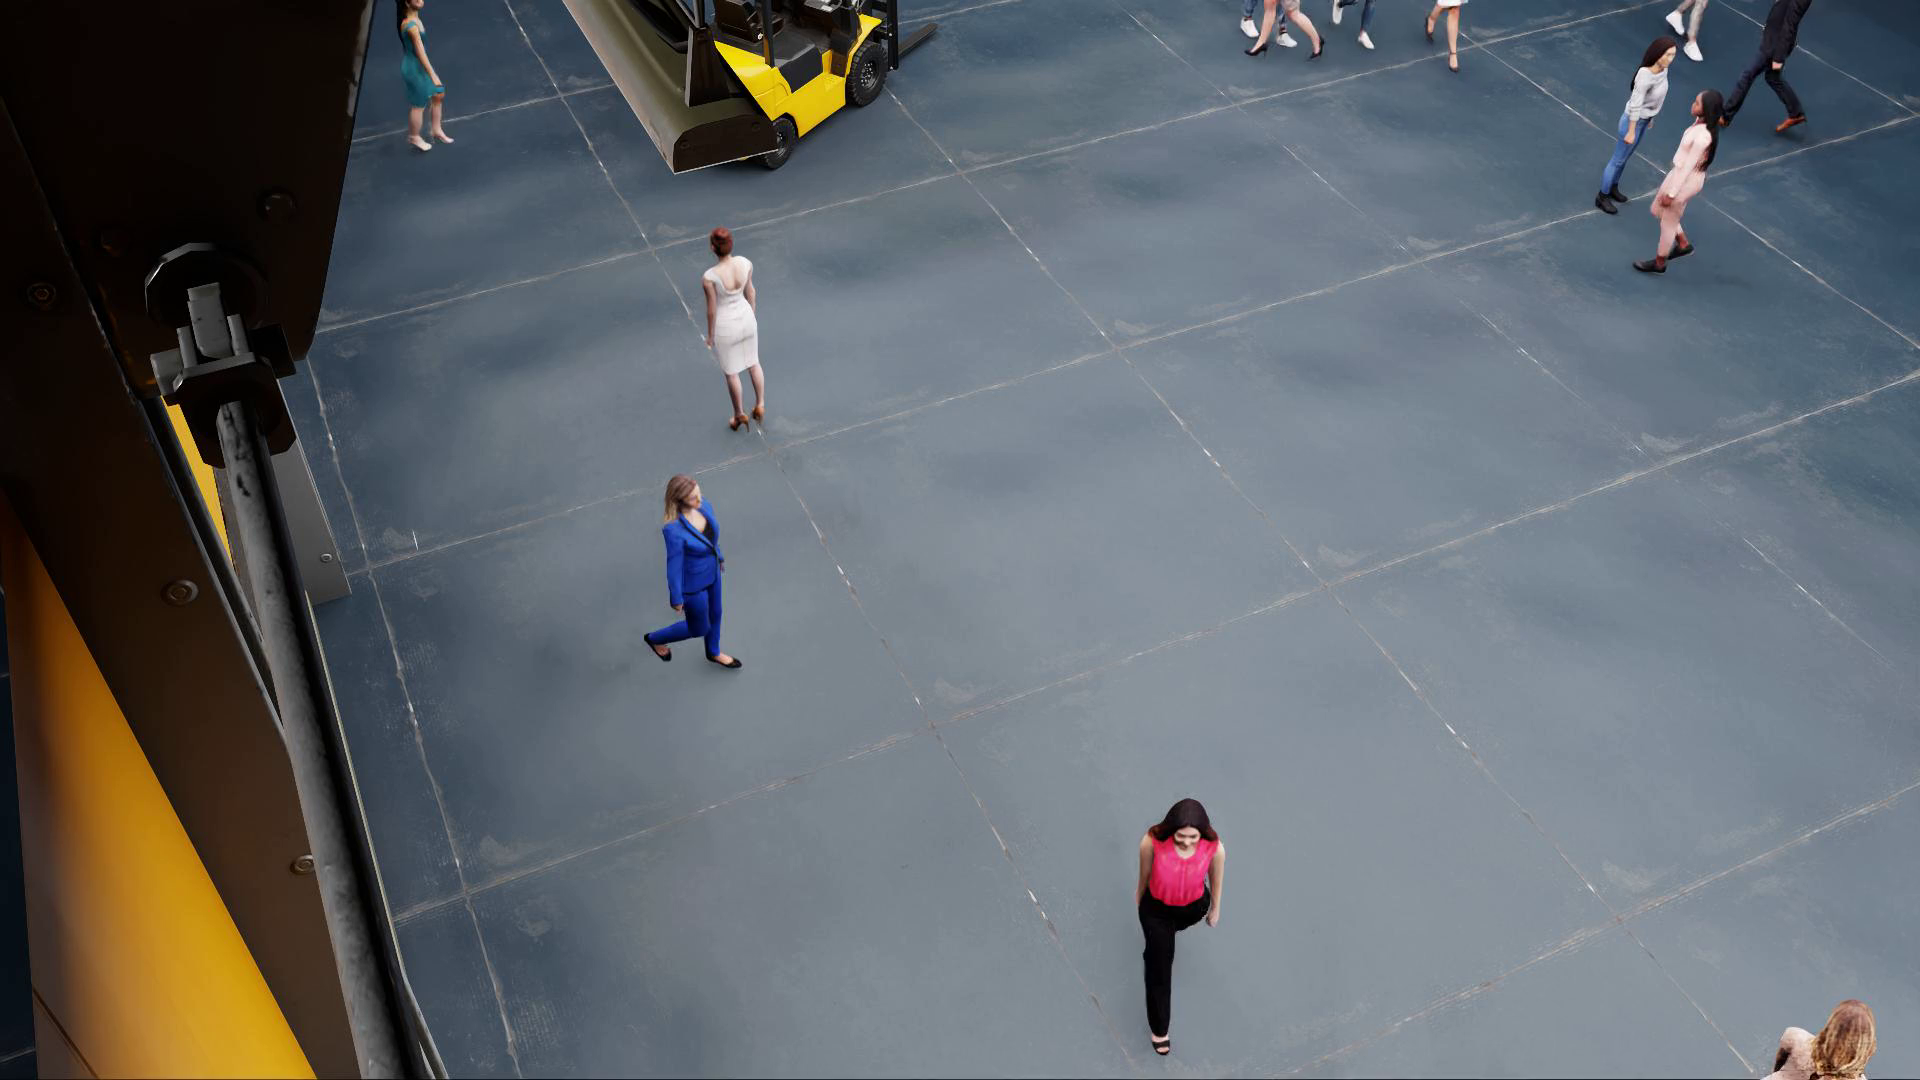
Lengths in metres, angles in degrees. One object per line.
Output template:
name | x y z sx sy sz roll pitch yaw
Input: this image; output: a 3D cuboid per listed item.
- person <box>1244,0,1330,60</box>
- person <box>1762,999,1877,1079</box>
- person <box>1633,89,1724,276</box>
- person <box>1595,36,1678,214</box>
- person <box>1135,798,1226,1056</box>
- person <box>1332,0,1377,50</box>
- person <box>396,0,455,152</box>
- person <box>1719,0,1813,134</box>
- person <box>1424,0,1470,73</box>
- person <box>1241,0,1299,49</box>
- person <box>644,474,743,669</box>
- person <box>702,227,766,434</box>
person | 3.340 -5.540 16.491 1.083 1.715 1.094 7 44 7
person | 3.749 2.764 7.738 0.847 1.766 1.097 -30 51 -27
person | 6.057 -2.913 13.738 0.846 1.711 0.787 13 45 13
person | 5.914 -3.664 14.584 0.656 1.631 0.674 30 51 28
person | 1.132 1.875 8.794 0.883 1.597 1.172 -1 44 -1
person | 4.103 -5.861 16.893 0.660 1.627 0.930 -15 46 -15
person | -5.023 -4.291 15.226 0.714 1.653 0.668 -16 46 -16
person | 7.670 -4.586 15.447 1.279 1.775 1.174 18 46 18
person | 4.951 -5.684 16.605 0.860 1.767 1.263 -6 44 -6
person | 3.103 -5.958 16.884 0.684 1.780 0.987 -18 46 -18
person | -1.763 0.226 10.463 0.966 1.683 0.920 9 44 9
person | -1.659 -1.542 12.237 0.618 1.794 0.556 -27 50 -26
